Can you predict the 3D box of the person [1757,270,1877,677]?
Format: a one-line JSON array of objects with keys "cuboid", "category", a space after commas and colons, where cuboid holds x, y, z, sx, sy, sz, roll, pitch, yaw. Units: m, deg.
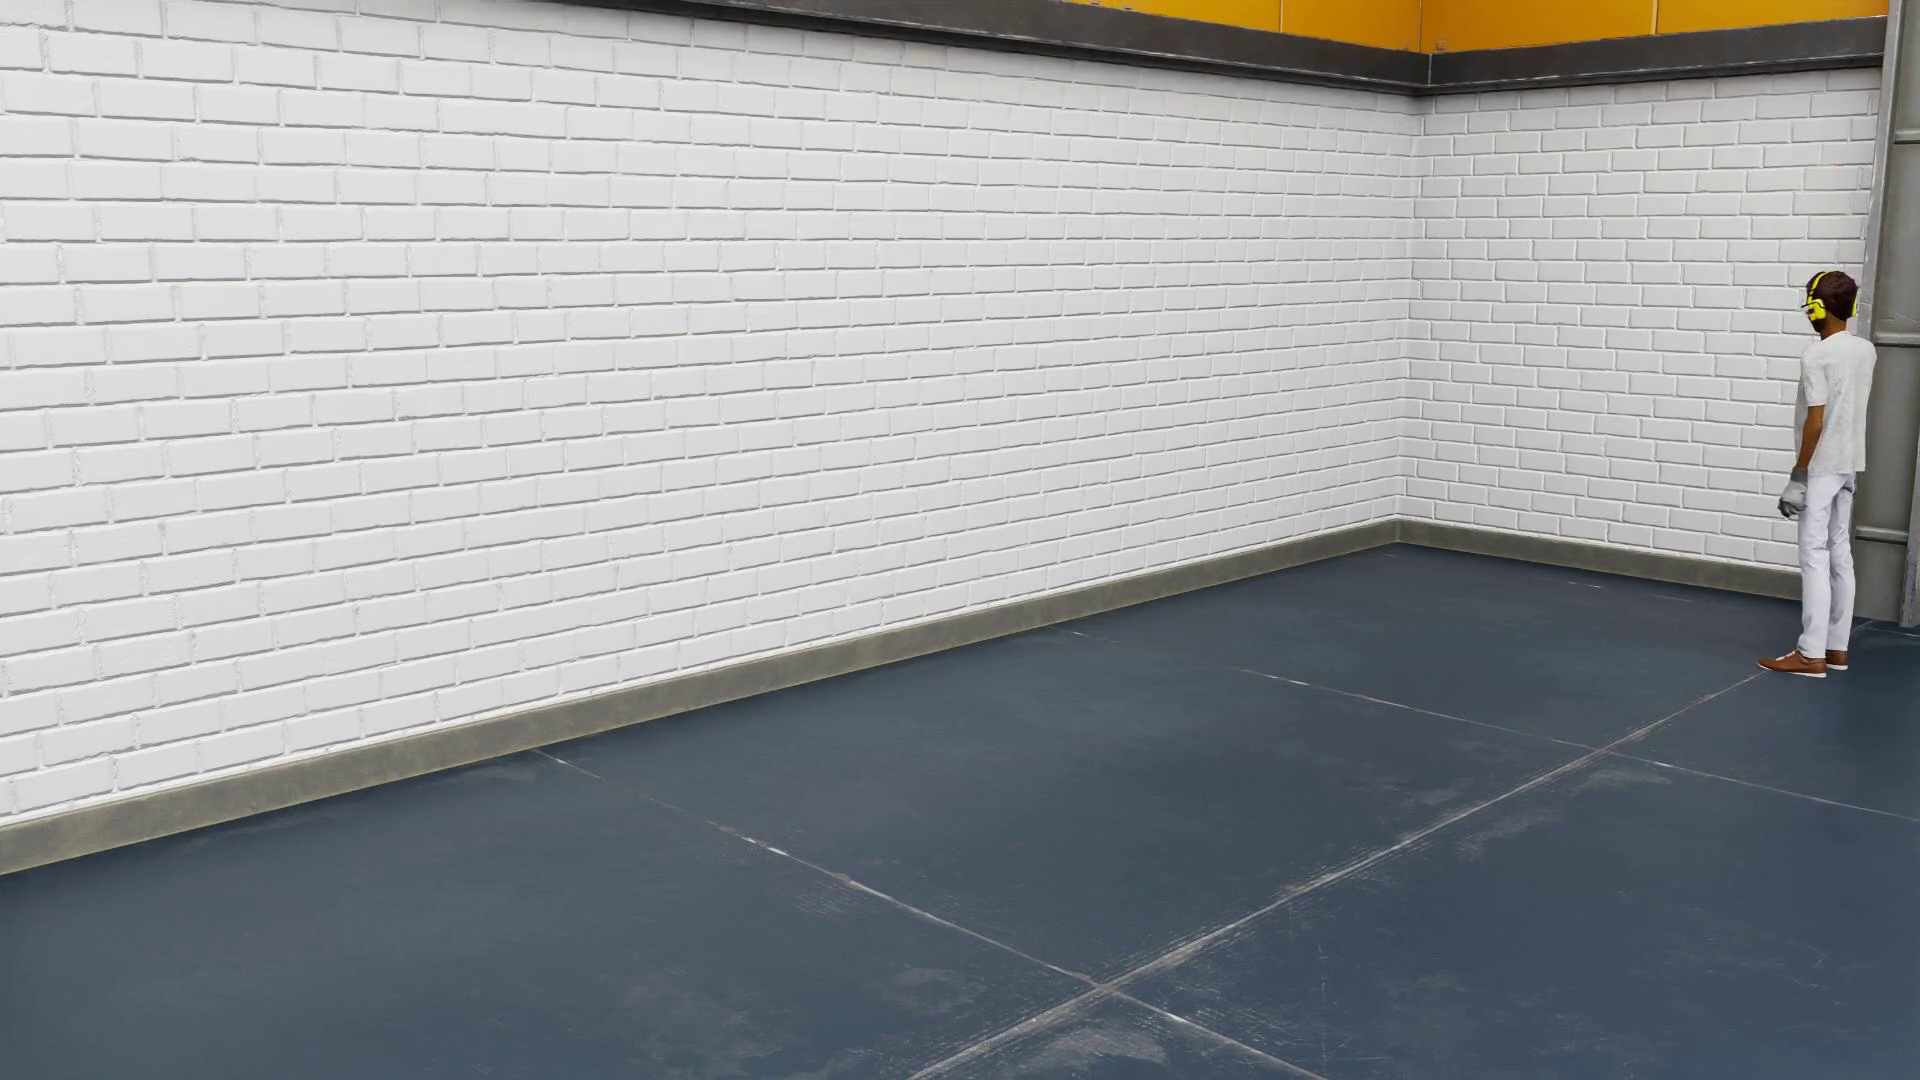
[{"cuboid": [3.958, -0.297, 7.652, 0.519, 1.865, 0.335, -7, 12, -32], "category": "person"}]
